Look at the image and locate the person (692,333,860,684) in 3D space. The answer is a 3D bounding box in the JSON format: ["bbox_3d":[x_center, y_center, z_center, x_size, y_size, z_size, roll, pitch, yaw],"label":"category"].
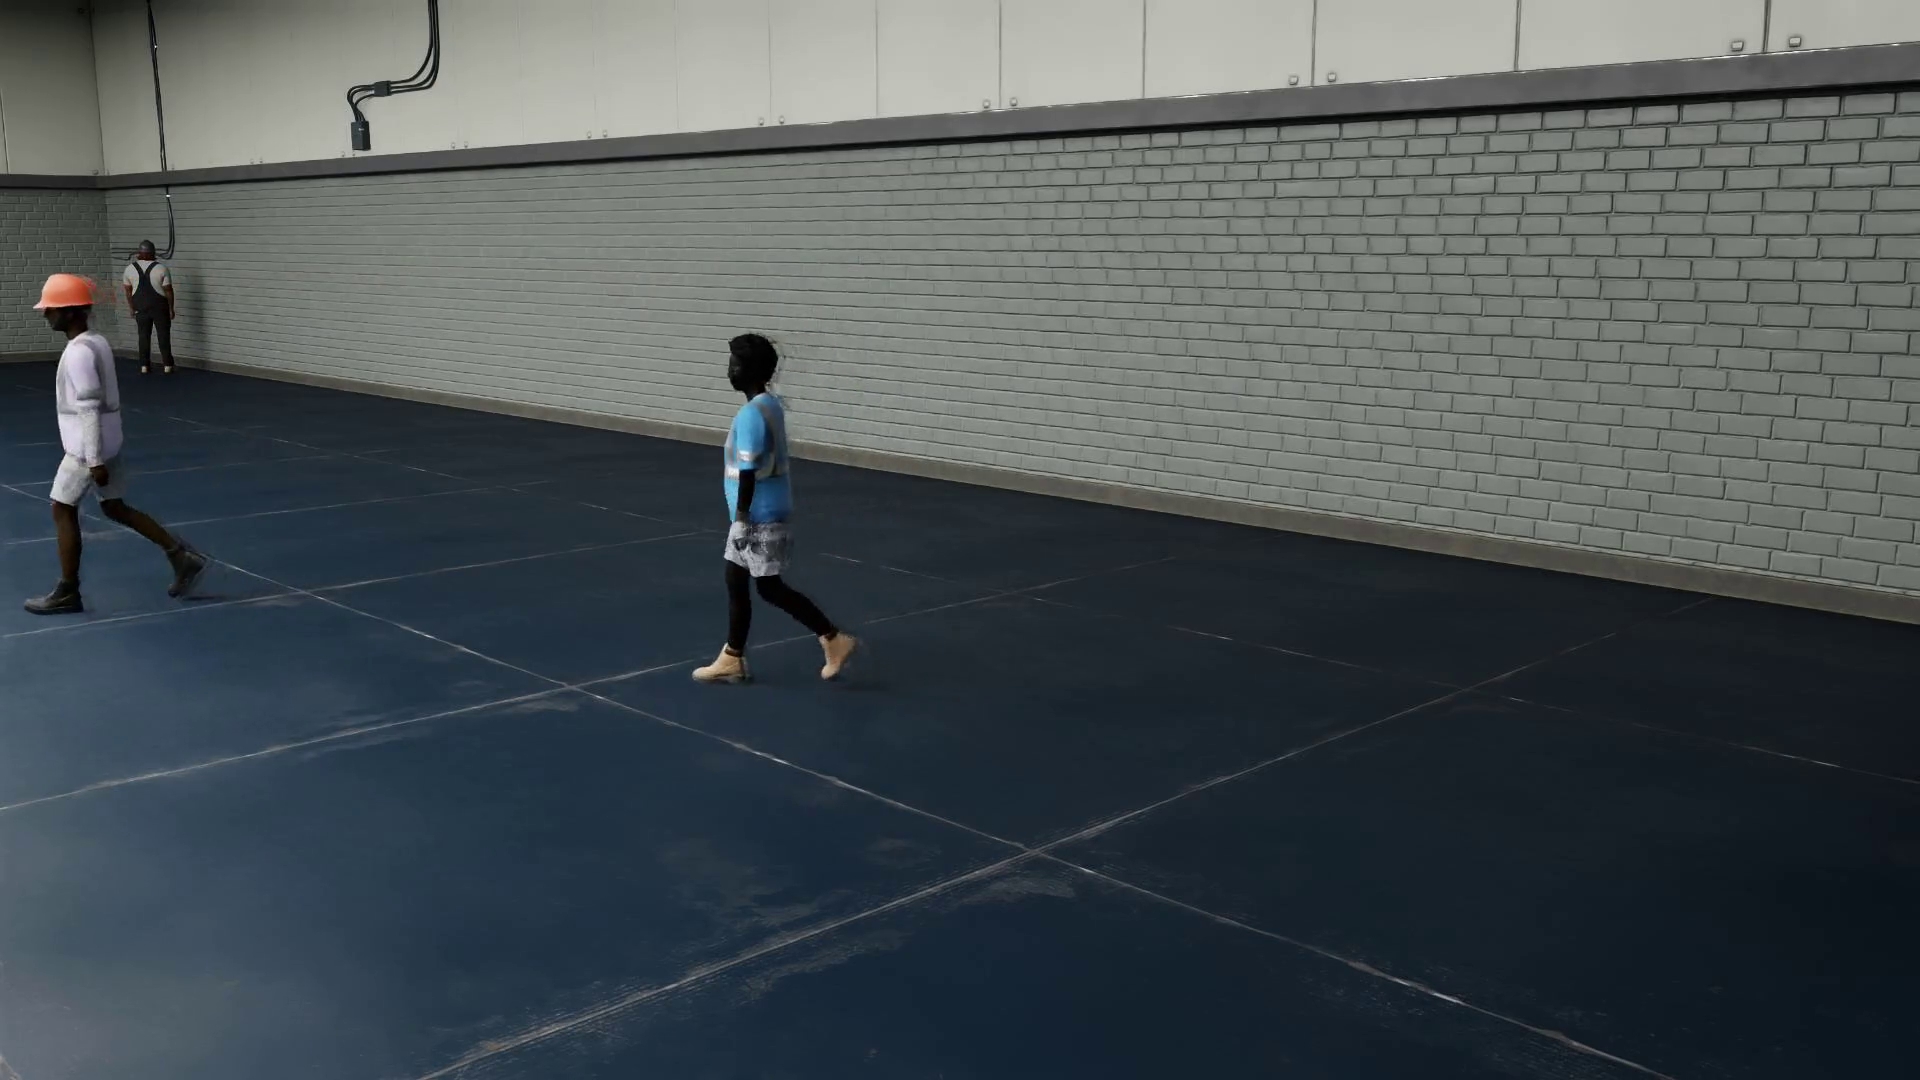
[{"bbox_3d":[-0.868,-0.127,7.754,0.773,1.673,0.536,0,10,1],"label":"person"}]

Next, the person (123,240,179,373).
[{"bbox_3d":[-12.502,-3.598,25.765,0.689,2.000,0.538,-1,10,-7],"label":"person"}]

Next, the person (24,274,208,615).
[{"bbox_3d":[-4.841,-0.551,9.422,0.893,1.908,0.553,-3,11,-15],"label":"person"}]
